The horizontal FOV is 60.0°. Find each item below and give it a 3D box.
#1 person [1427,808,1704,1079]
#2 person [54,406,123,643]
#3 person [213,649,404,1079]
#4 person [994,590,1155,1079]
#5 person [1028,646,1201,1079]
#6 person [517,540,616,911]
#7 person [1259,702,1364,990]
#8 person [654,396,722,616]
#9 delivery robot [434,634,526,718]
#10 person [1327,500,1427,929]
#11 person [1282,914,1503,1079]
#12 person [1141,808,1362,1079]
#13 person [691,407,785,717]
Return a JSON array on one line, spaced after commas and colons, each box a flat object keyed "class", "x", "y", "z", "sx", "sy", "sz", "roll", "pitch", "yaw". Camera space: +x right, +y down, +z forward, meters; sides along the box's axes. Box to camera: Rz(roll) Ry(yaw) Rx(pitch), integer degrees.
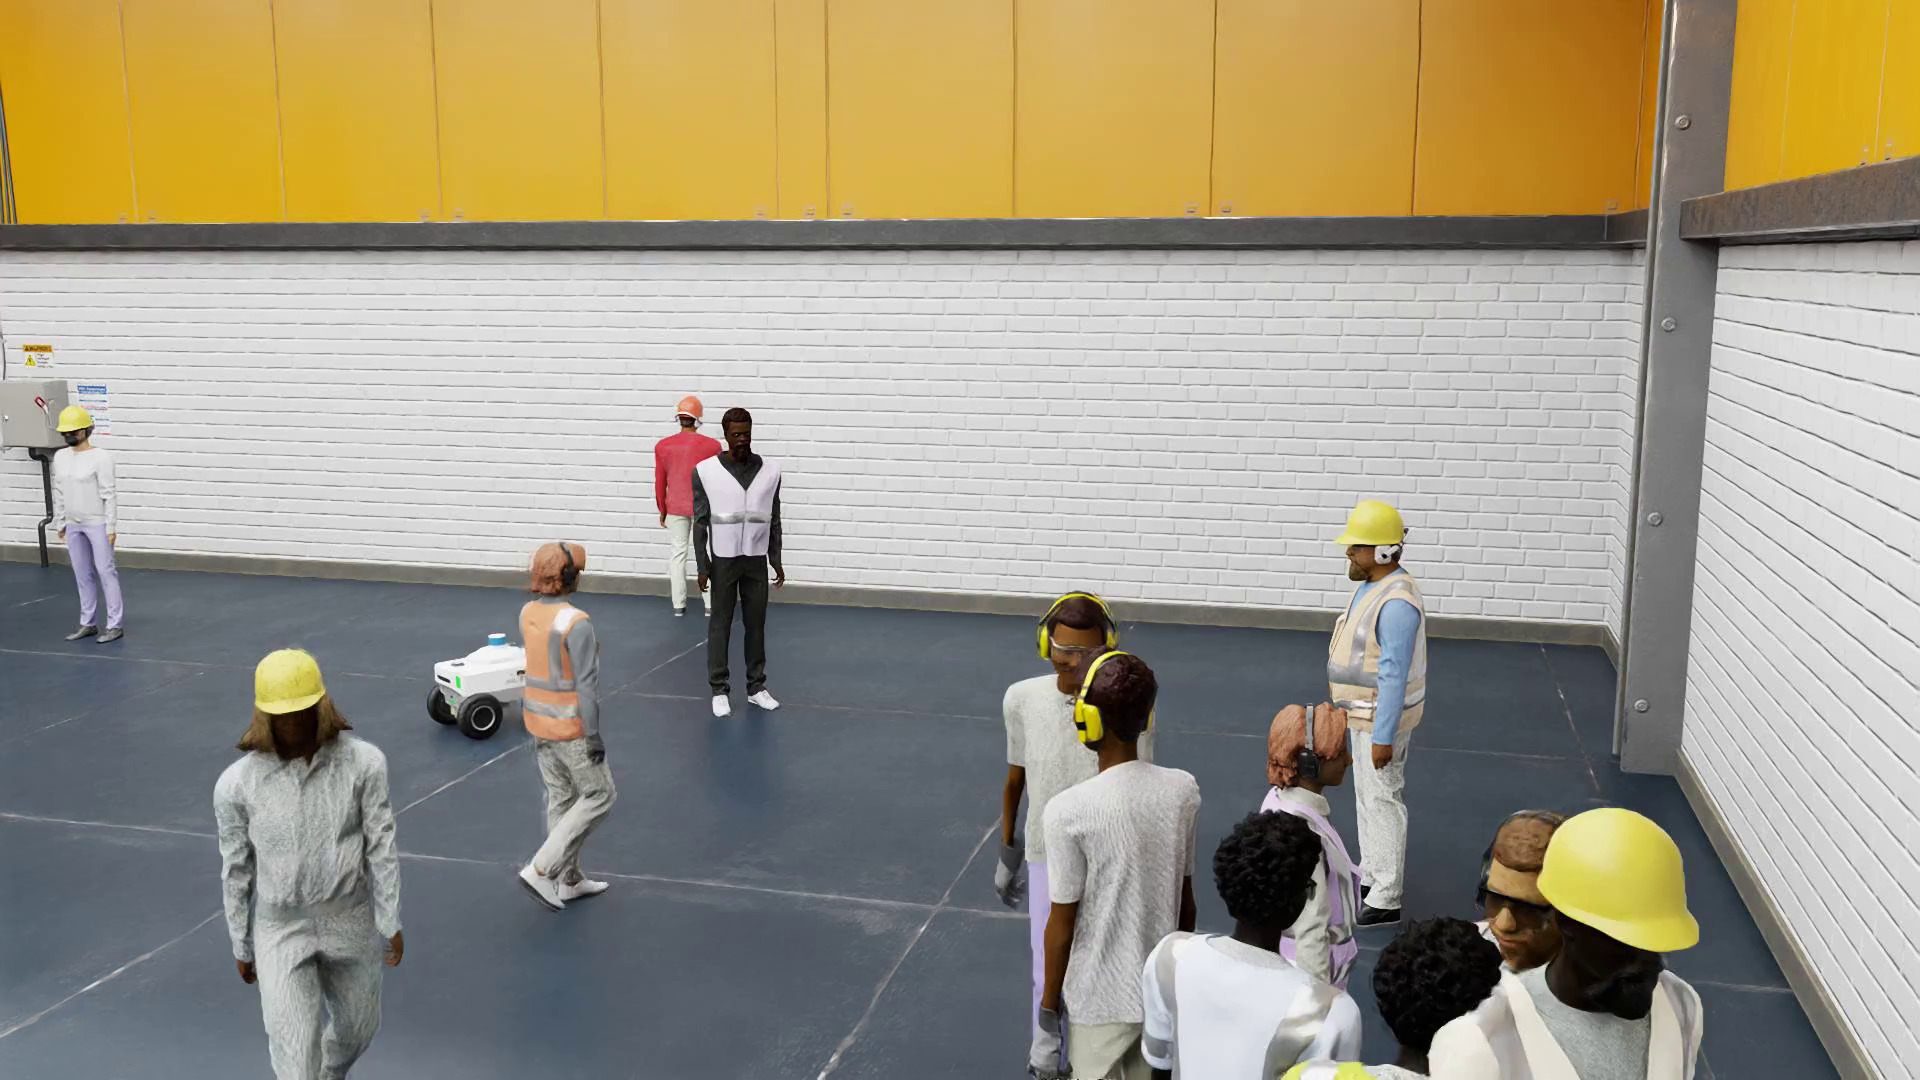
[{"class": "person", "x": 1.118, "y": 1.405, "z": 2.931, "sx": 0.600, "sy": 1.887, "sz": 0.914, "roll": -3, "pitch": 10, "yaw": -16}, {"class": "person", "x": -6.448, "y": -0.113, "z": 12.274, "sx": 0.526, "sy": 1.761, "sz": 0.344, "roll": 3, "pitch": 10, "yaw": 17}, {"class": "person", "x": -1.956, "y": 1.140, "z": 5.012, "sx": 0.488, "sy": 1.717, "sz": 0.749, "roll": -6, "pitch": 11, "yaw": -30}, {"class": "person", "x": 0.395, "y": 1.024, "z": 5.416, "sx": 0.558, "sy": 1.831, "sz": 0.807, "roll": 2, "pitch": 10, "yaw": 13}, {"class": "person", "x": 0.401, "y": 1.199, "z": 4.280, "sx": 0.499, "sy": 1.856, "sz": 0.337, "roll": -7, "pitch": 12, "yaw": -37}, {"class": "person", "x": -1.727, "y": 0.812, "z": 7.180, "sx": 0.418, "sy": 1.624, "sz": 0.538, "roll": -9, "pitch": 13, "yaw": -42}, {"class": "person", "x": 0.936, "y": 1.249, "z": 4.600, "sx": 0.307, "sy": 1.641, "sz": 0.514, "roll": 0, "pitch": 10, "yaw": 3}, {"class": "person", "x": -2.129, "y": -0.267, "z": 13.188, "sx": 0.563, "sy": 1.752, "sz": 0.341, "roll": 1, "pitch": 10, "yaw": 4}, {"class": "delivery robot", "x": -2.791, "y": 0.812, "z": 10.075, "sx": 0.707, "sy": 0.478, "sz": 0.477, "roll": -9, "pitch": 13, "yaw": -41}, {"class": "person", "x": 1.765, "y": 0.735, "z": 7.086, "sx": 0.403, "sy": 1.824, "sz": 0.593, "roll": 1, "pitch": 10, "yaw": 3}, {"class": "person", "x": 0.810, "y": 1.505, "z": 3.041, "sx": 0.543, "sy": 1.653, "sz": 0.692, "roll": 6, "pitch": 11, "yaw": 33}, {"class": "person", "x": 0.612, "y": 1.401, "z": 3.560, "sx": 0.540, "sy": 1.691, "sz": 0.319, "roll": 9, "pitch": 13, "yaw": 43}, {"class": "person", "x": -1.380, "y": 0.125, "z": 10.395, "sx": 0.591, "sy": 1.919, "sz": 0.392, "roll": -5, "pitch": 11, "yaw": -29}]
